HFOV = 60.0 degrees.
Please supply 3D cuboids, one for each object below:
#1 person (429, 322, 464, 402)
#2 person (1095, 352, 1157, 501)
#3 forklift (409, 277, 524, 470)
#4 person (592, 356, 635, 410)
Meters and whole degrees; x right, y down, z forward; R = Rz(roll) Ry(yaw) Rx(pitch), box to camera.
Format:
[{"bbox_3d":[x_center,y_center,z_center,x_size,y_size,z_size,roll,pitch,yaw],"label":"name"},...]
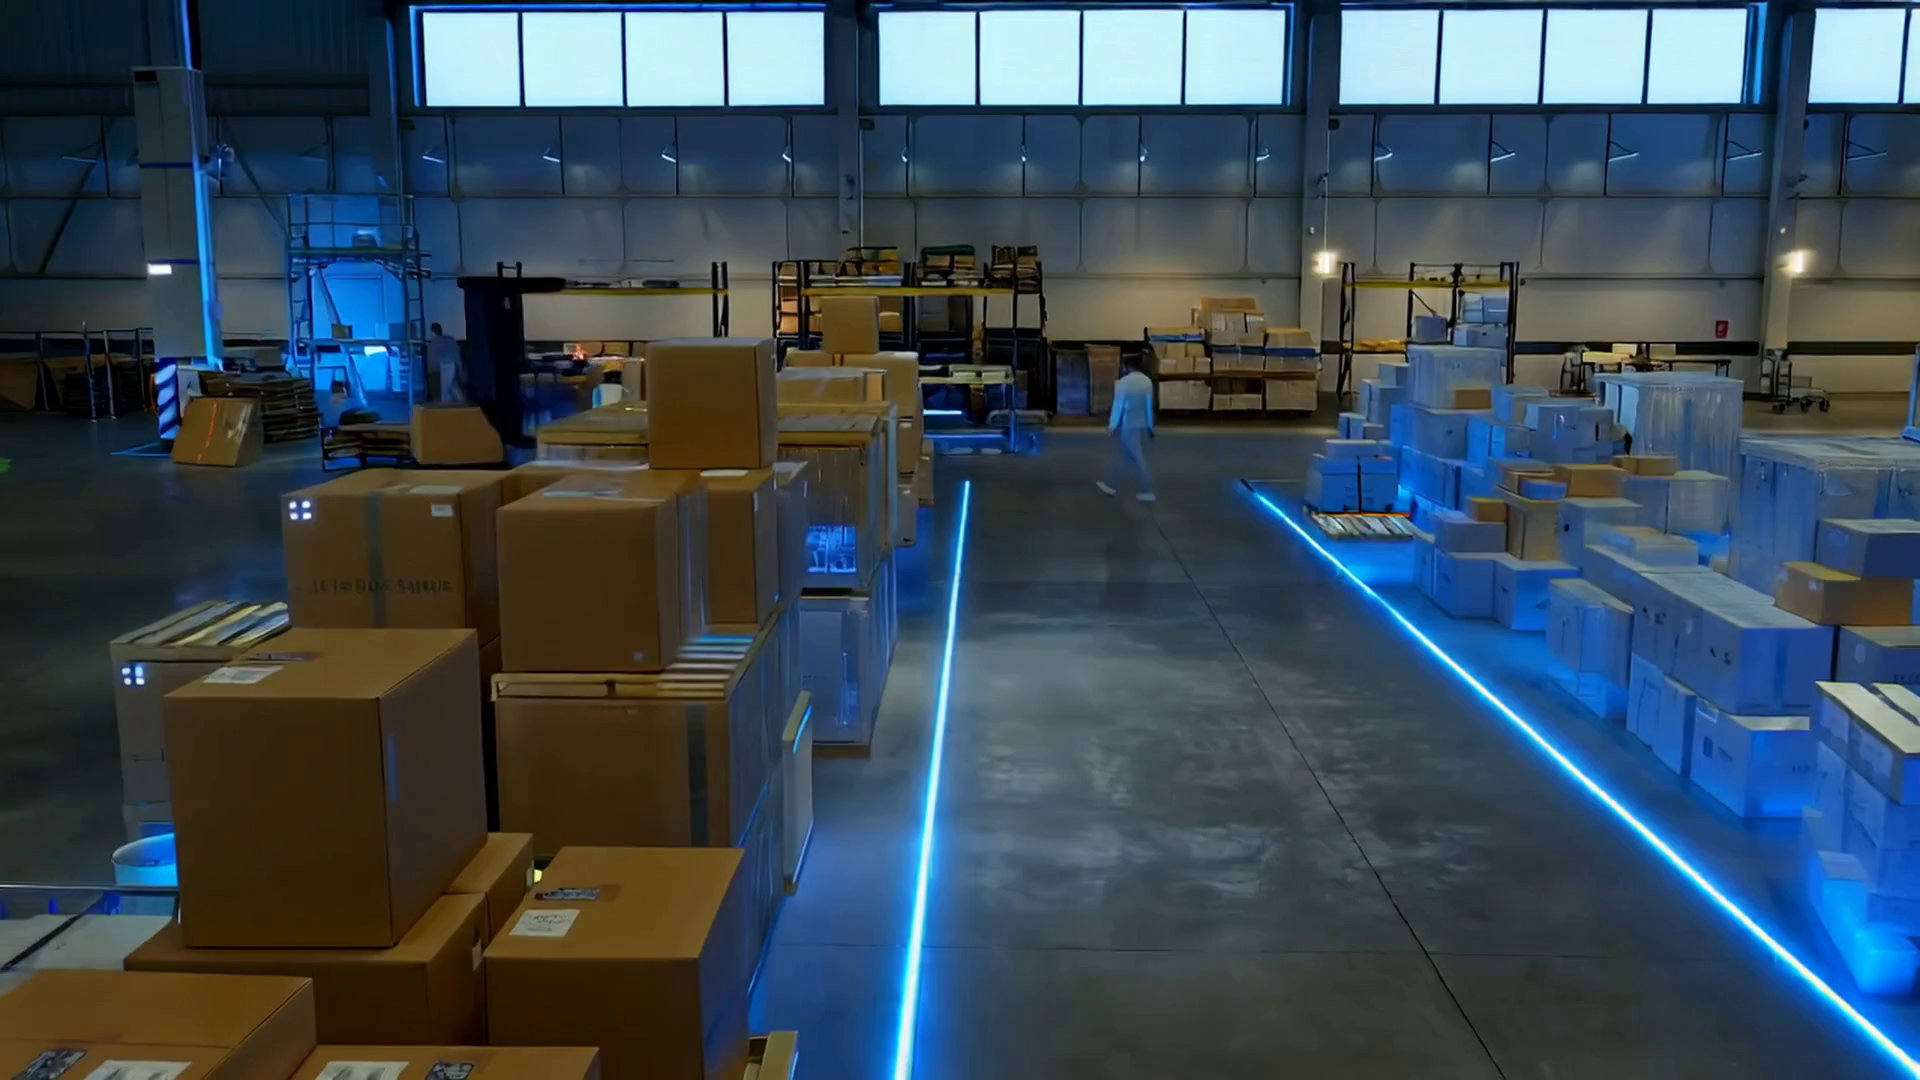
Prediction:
[{"bbox_3d":[-10.264,-3.423,33.225,0.660,1.860,1.058,6,11,32],"label":"person"},{"bbox_3d":[2.145,-1.457,21.346,1.036,1.878,0.647,8,13,41],"label":"person"},{"bbox_3d":[-6.557,-2.206,22.850,1.873,2.768,1.129,-5,11,-27],"label":"forklift"},{"bbox_3d":[-4.130,-1.238,19.956,0.560,1.914,0.683,1,10,4],"label":"person"}]
